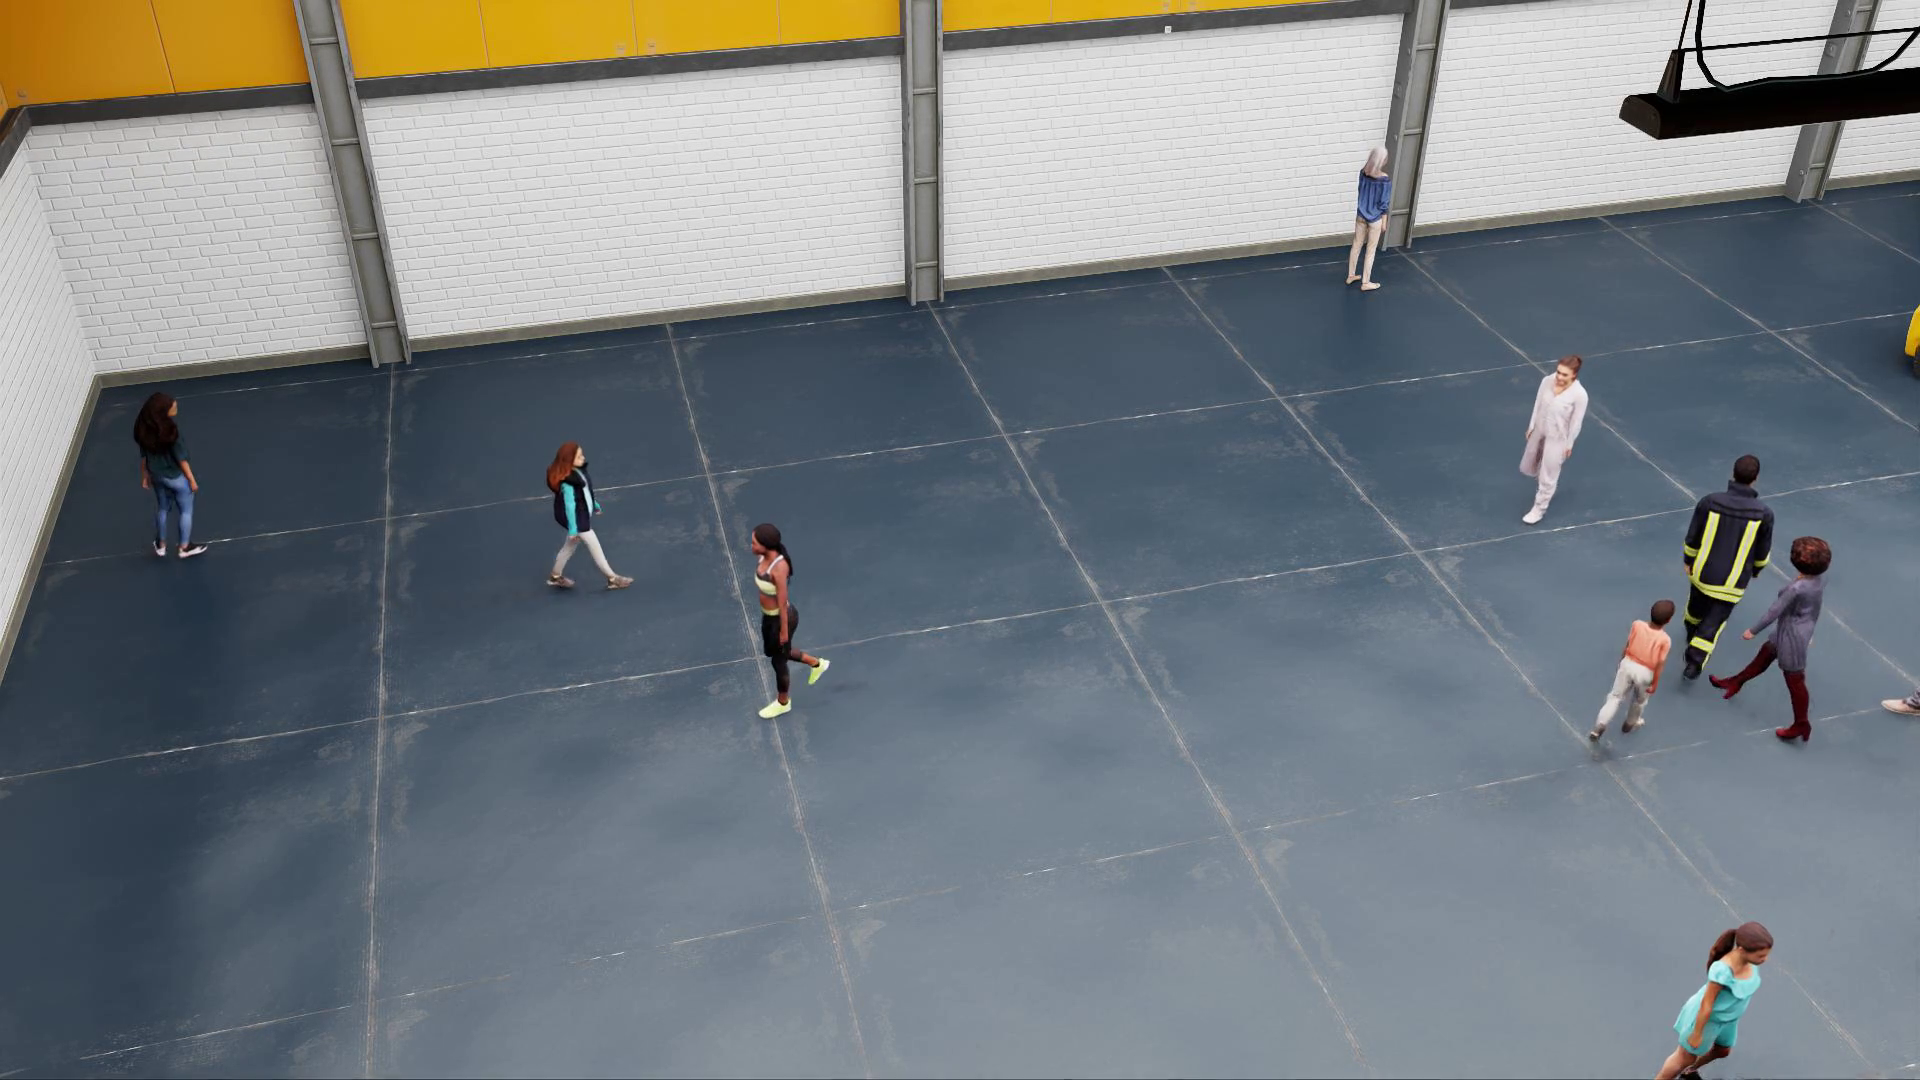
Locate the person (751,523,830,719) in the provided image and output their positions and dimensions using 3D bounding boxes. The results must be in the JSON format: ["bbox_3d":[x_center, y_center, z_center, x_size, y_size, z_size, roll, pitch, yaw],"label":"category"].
[{"bbox_3d":[-1.299,0.592,12.750,0.910,1.739,0.669,-15,37,-22],"label":"person"}]

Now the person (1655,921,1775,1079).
[{"bbox_3d":[4.385,2.751,9.677,0.580,1.546,0.686,-20,39,-28],"label":"person"}]

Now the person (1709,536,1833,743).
[{"bbox_3d":[6.337,0.798,12.509,1.120,1.663,0.968,-26,42,-34],"label":"person"}]

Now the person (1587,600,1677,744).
[{"bbox_3d":[5.077,1.002,12.533,0.743,1.298,0.916,26,41,33],"label":"person"}]

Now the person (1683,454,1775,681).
[{"bbox_3d":[6.007,0.249,13.133,1.230,1.887,1.342,22,40,30],"label":"person"}]

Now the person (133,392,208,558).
[{"bbox_3d":[-6.986,-0.539,14.595,0.785,1.582,0.906,3,34,5],"label":"person"}]

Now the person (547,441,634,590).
[{"bbox_3d":[-3.326,-0.182,14.165,1.013,1.462,0.683,-3,34,-4],"label":"person"}]

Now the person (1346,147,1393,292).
[{"bbox_3d":[4.756,-3.744,19.311,0.680,1.698,0.691,-22,39,-29],"label":"person"}]

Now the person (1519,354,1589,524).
[{"bbox_3d":[5.435,-0.963,15.146,0.897,1.677,0.796,-22,39,-29],"label":"person"}]
